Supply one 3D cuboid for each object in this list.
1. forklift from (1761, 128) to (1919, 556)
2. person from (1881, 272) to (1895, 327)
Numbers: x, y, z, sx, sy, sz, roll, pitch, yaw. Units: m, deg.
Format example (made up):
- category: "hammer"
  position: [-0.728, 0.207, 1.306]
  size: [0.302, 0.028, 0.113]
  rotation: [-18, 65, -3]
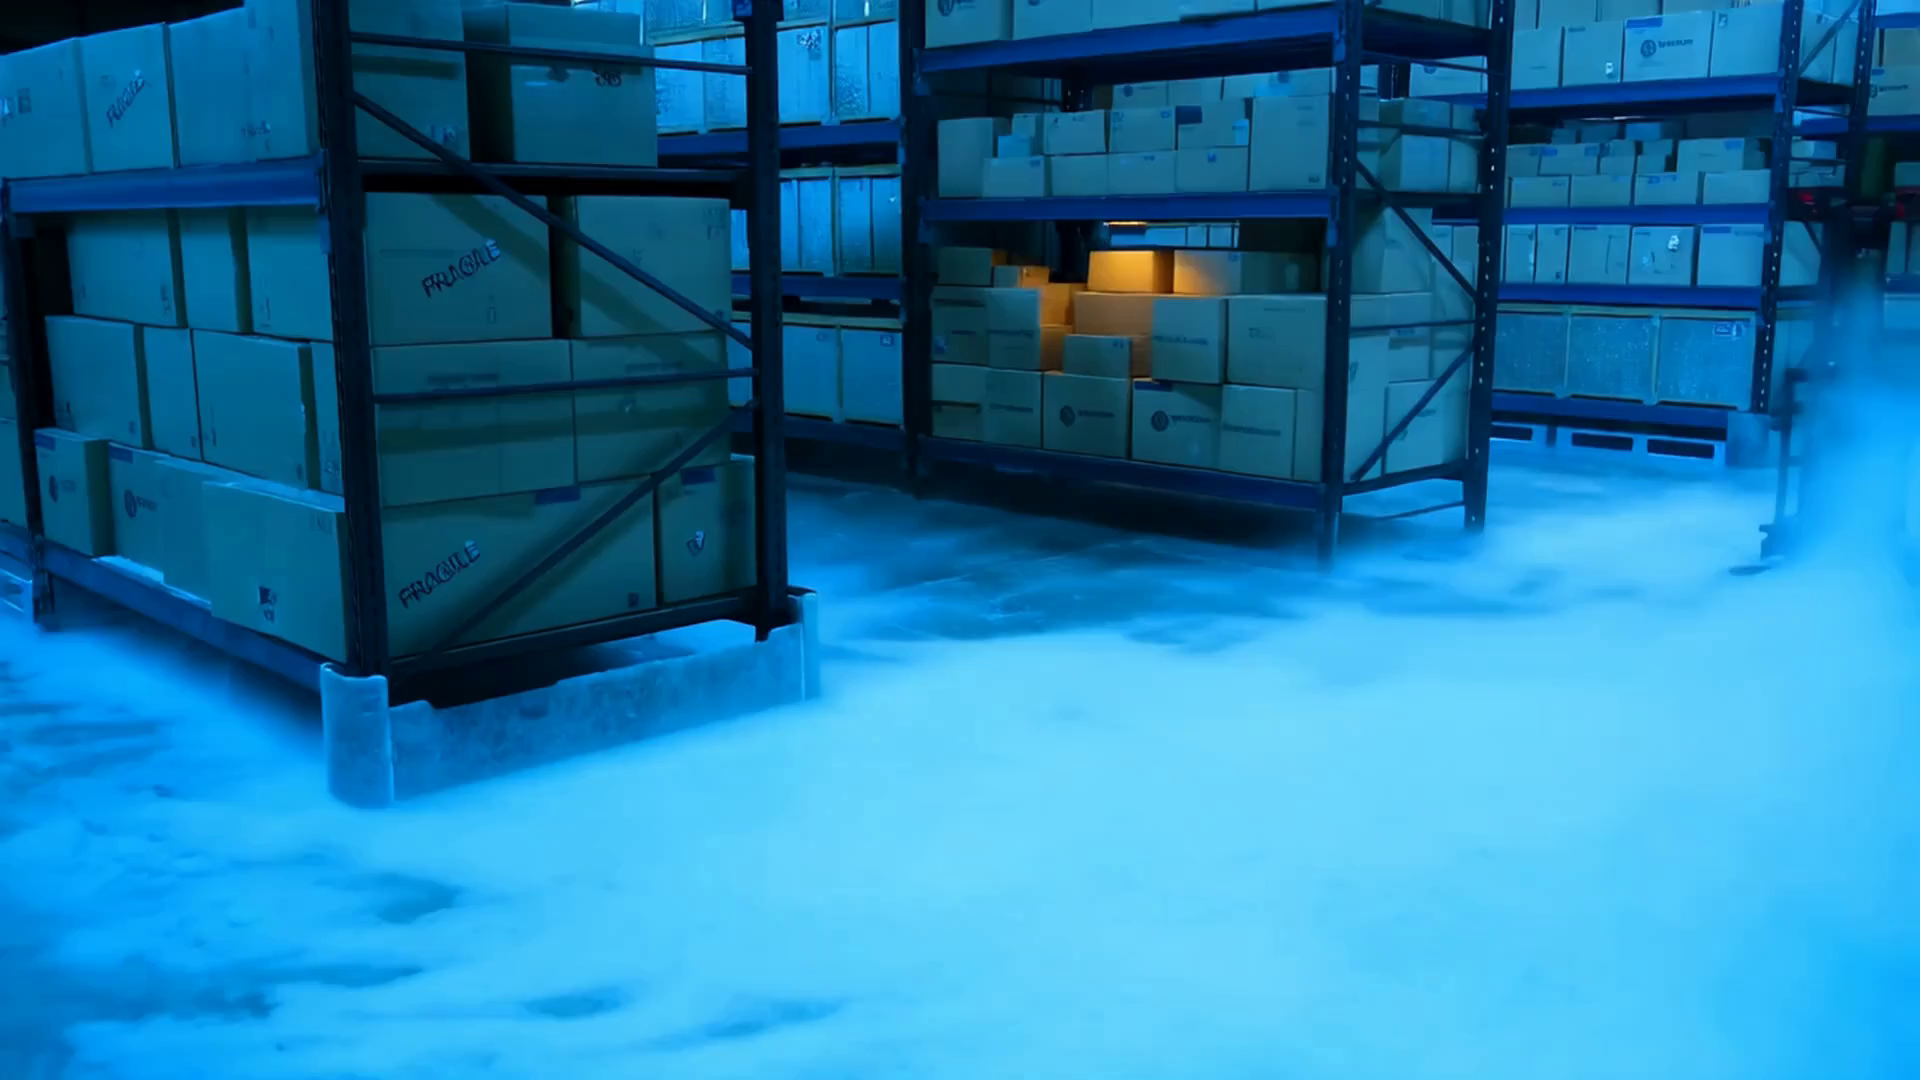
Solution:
- category: "forklift"
  position: [6.301, -1.293, 10.902]
  size: [1.873, 2.768, 1.129]
  rotation: [-10, 14, -44]
- category: "person"
  position: [10.818, -2.350, 19.892]
  size: [0.914, 1.707, 0.542]
  rotation: [7, 12, 32]
